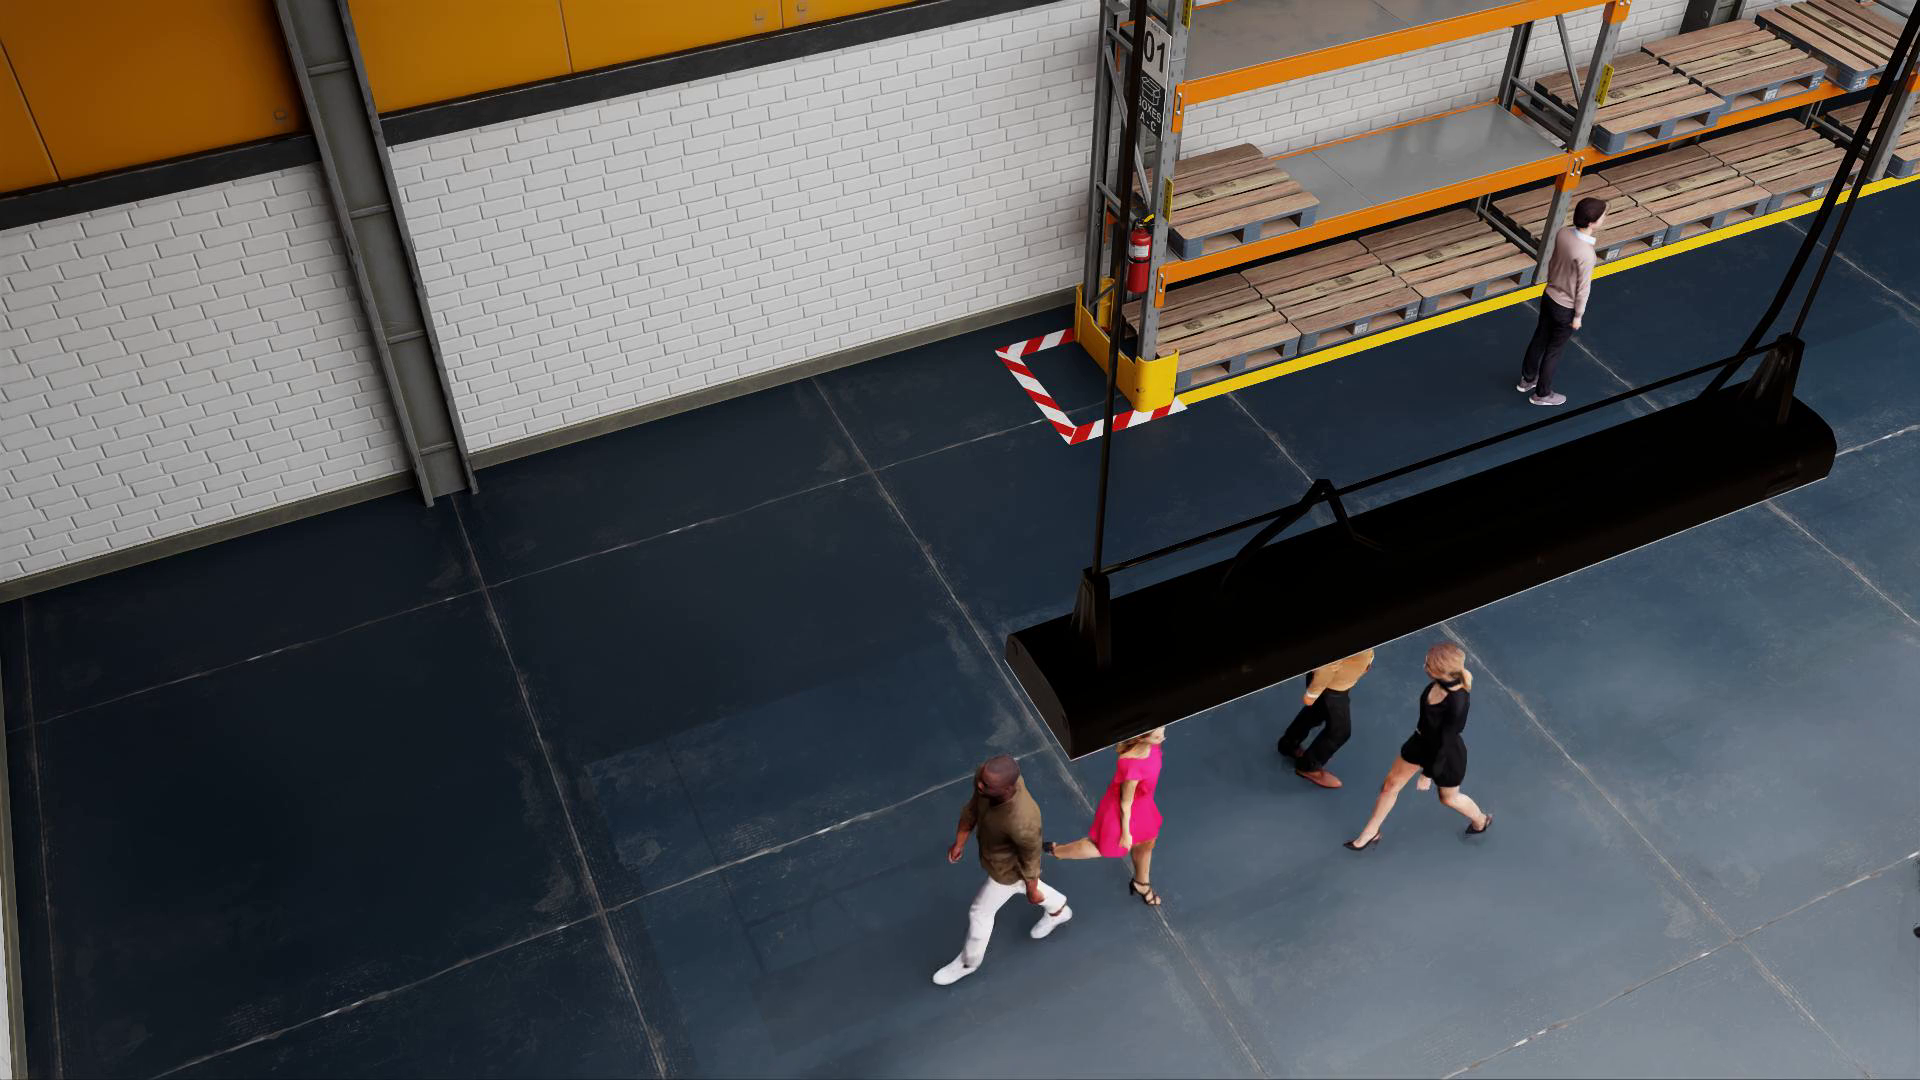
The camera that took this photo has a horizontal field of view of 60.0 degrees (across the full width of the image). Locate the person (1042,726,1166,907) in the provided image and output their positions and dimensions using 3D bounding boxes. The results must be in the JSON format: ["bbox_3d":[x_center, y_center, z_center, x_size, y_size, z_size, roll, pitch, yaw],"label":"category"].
[{"bbox_3d":[0.853,1.499,9.444,1.008,1.687,1.017,17,46,17],"label":"person"}]

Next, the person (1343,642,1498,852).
[{"bbox_3d":[2.844,1.272,9.668,1.233,1.707,0.868,-6,44,-6],"label":"person"}]

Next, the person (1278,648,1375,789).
[{"bbox_3d":[2.216,0.830,10.123,0.896,1.719,0.832,25,49,24],"label":"person"}]

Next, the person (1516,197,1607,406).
[{"bbox_3d":[4.666,-1.851,12.872,0.608,1.809,0.661,-10,45,-10],"label":"person"}]

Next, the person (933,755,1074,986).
[{"bbox_3d":[0.321,1.723,9.137,1.159,1.786,0.784,-14,45,-14],"label":"person"}]
